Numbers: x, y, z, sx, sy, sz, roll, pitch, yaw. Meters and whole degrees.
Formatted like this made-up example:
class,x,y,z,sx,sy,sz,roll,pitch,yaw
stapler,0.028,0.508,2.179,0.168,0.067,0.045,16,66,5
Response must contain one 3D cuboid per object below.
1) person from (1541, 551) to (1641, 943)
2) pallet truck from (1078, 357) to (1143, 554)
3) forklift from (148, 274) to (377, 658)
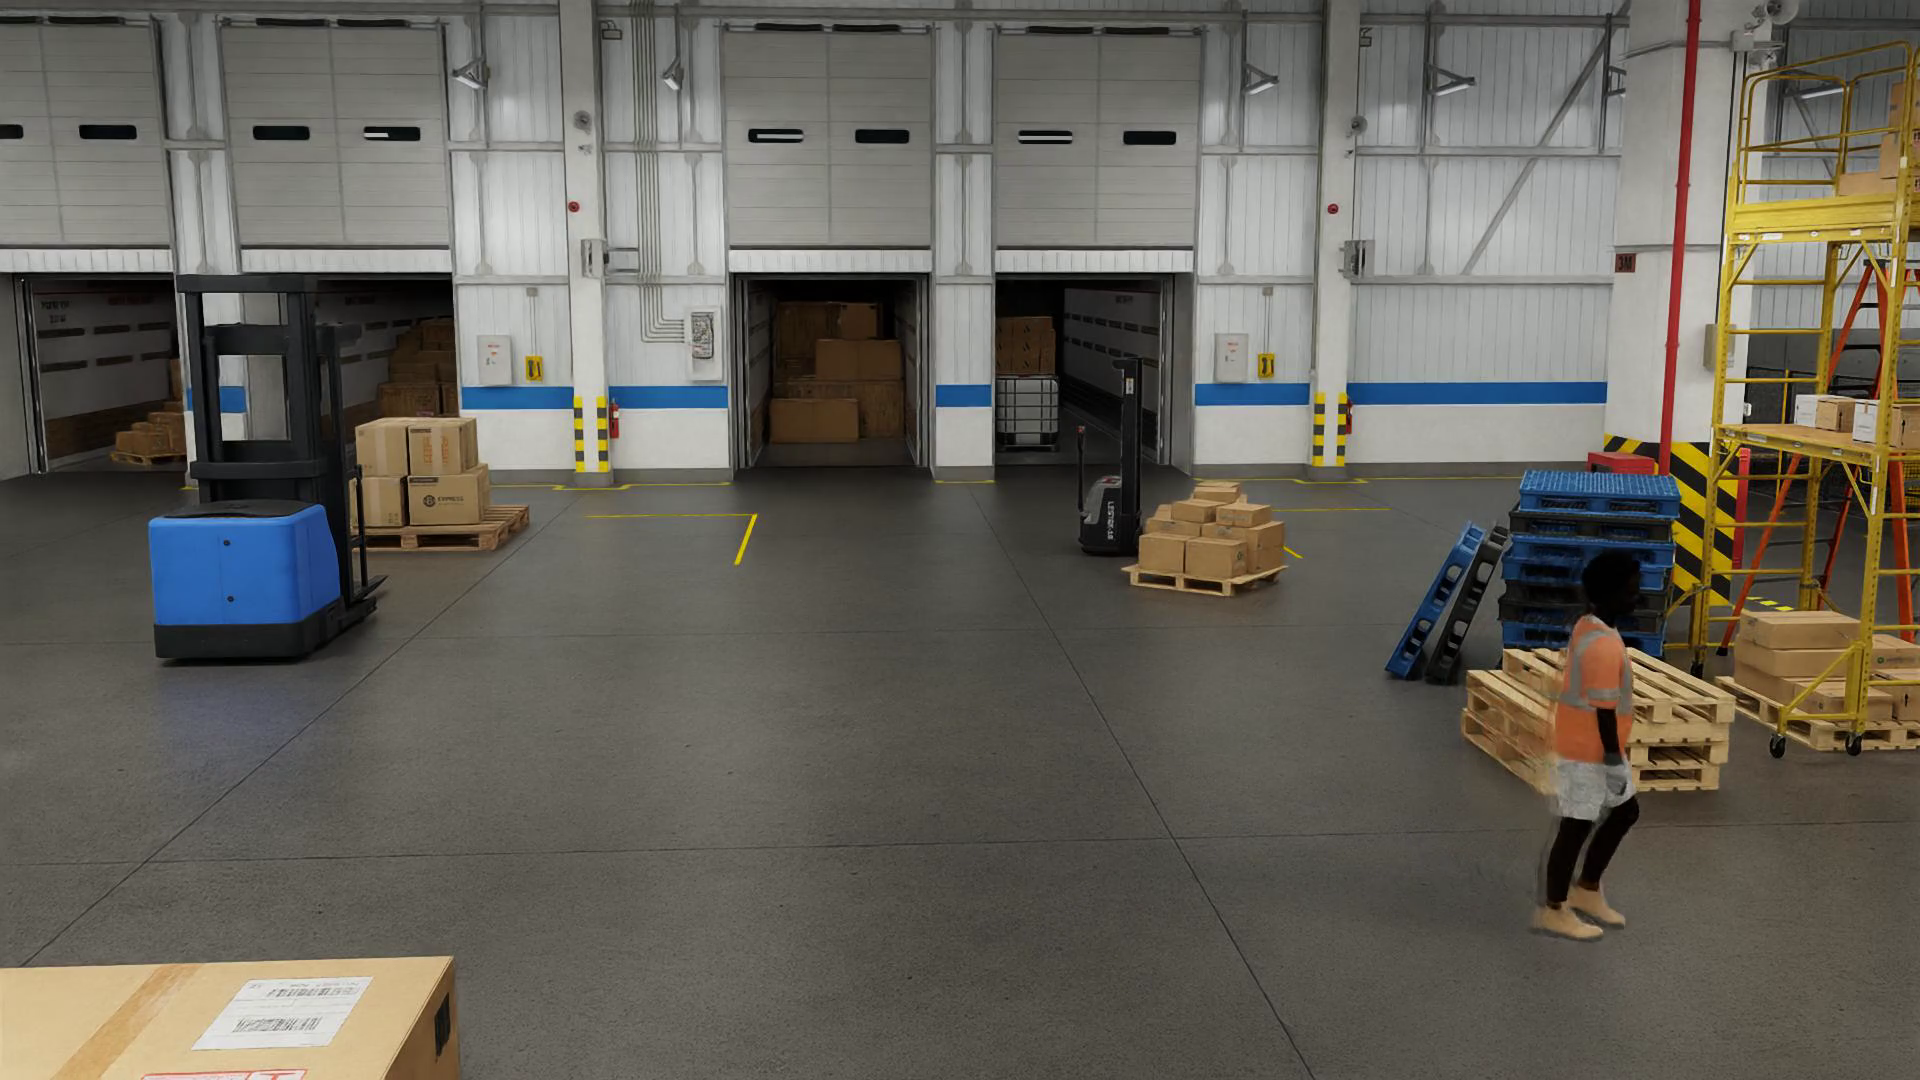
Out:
class,x,y,z,sx,sy,sz,roll,pitch,yaw
person,2.699,0.877,6.962,0.477,1.678,0.550,3,10,20
pallet truck,2.088,-0.836,16.757,1.885,1.965,0.823,2,9,13
forklift,-5.348,-0.627,12.681,1.129,2.768,1.873,-1,9,-4
